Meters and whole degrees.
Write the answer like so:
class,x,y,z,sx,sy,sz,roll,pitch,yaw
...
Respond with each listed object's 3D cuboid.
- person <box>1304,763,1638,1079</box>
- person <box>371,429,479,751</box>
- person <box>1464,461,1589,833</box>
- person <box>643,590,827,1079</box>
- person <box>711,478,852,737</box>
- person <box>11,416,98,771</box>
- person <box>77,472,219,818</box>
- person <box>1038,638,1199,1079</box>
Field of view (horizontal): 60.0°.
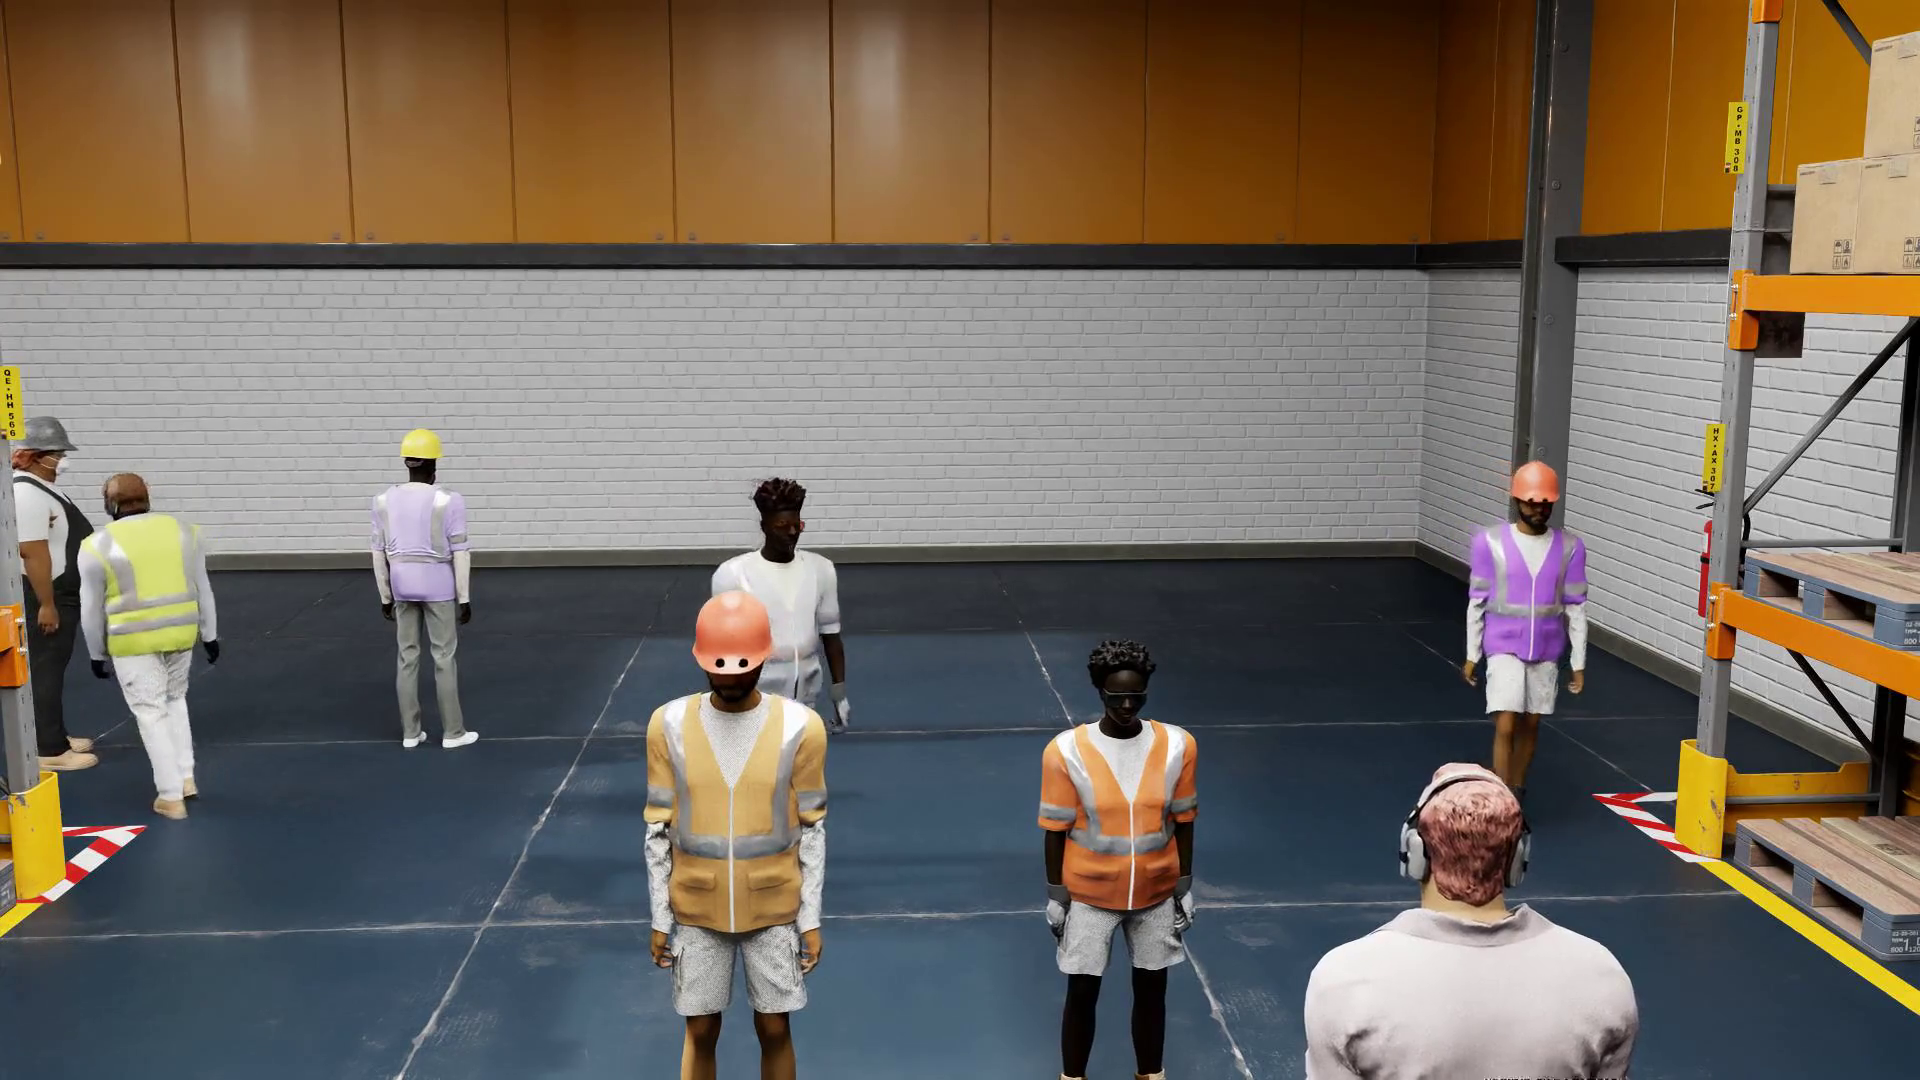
class,x,y,z,sx,sy,sz,roll,pitch,yaw
person,0.951,1.374,3.259,0.661,1.906,0.403,-1,9,-5
person,-3.194,0.300,9.929,0.589,1.927,0.387,1,9,7
person,2.826,0.577,8.221,0.571,1.913,0.780,1,9,5
person,-0.662,1.094,4.936,0.543,1.932,0.365,0,9,-3
person,-0.744,0.700,7.340,0.629,1.946,0.660,-7,11,-36
person,-5.223,0.294,9.615,0.536,2.000,0.688,-5,10,-28
person,-4.289,0.550,8.750,0.624,1.807,0.654,7,11,37
person,0.514,1.139,5.411,0.530,1.689,0.321,-1,9,-9
